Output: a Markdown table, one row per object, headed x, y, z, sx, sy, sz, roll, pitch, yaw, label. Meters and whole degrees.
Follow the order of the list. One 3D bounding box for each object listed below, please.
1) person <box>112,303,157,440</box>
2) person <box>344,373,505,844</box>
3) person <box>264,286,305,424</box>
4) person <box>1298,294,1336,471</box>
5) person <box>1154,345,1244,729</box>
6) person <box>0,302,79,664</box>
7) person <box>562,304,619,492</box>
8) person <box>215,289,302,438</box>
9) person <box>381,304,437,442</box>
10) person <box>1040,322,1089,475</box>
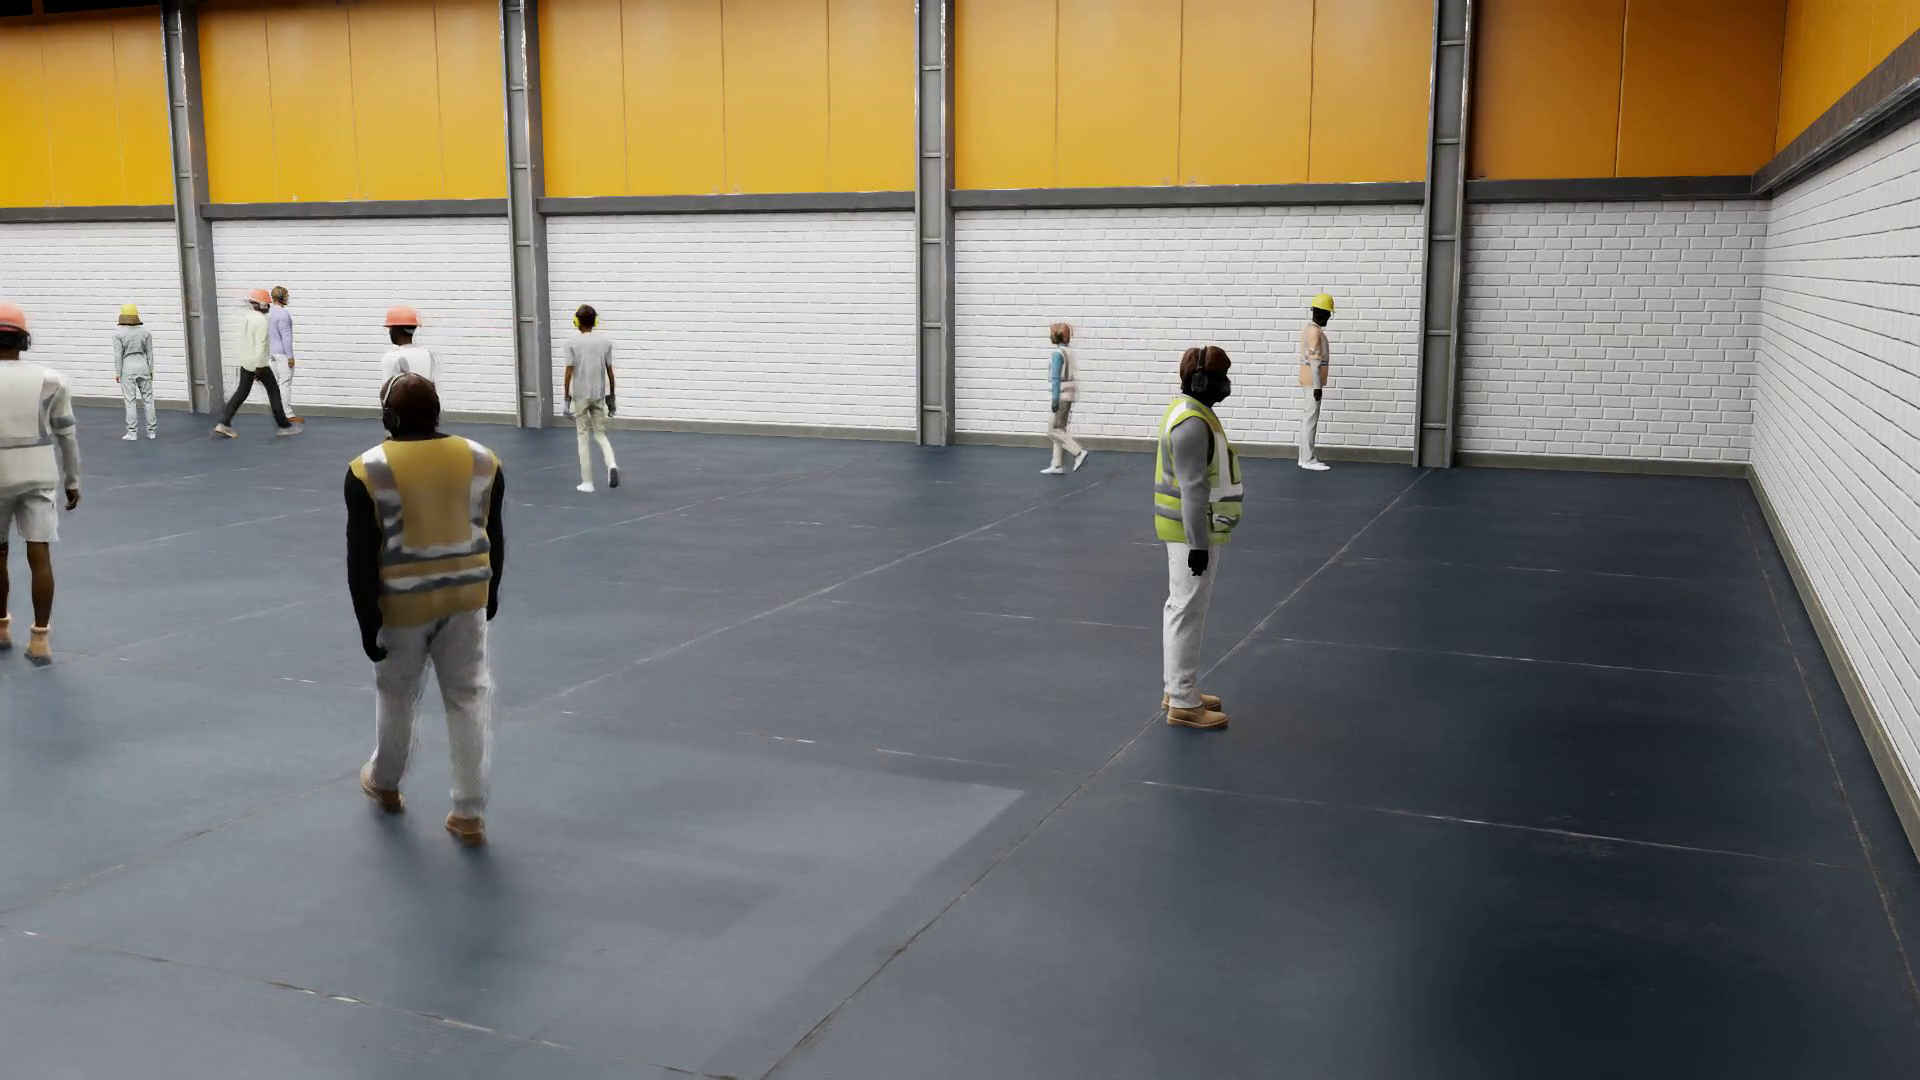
| x | y | z | sx | sy | sz | roll | pitch | yaw | label |
| --- | --- | --- | --- | --- | --- | --- | --- | --- | --- |
| -10.566 | -2.152 | 21.280 | 0.294 | 1.744 | 0.486 | 9 | 13 | 42 | person |
| -2.122 | 0.242 | 6.581 | 0.645 | 1.798 | 0.915 | -6 | 11 | -33 | person |
| -9.522 | -2.593 | 23.367 | 0.370 | 1.940 | 0.630 | -9 | 13 | -44 | person |
| 3.884 | -1.720 | 18.139 | 0.380 | 1.917 | 0.586 | 1 | 9 | 6 | person |
| 1.156 | -0.024 | 8.088 | 0.429 | 1.841 | 0.634 | 1 | 9 | 5 | person |
| -5.384 | -0.336 | 9.471 | 0.647 | 2.006 | 0.930 | -7 | 12 | -37 | person |
| -3.604 | -1.370 | 16.231 | 0.527 | 1.856 | 0.530 | -7 | 11 | -35 | person |
| -9.193 | -2.289 | 21.575 | 0.630 | 1.934 | 1.091 | 8 | 12 | 40 | person |
| -4.335 | -0.914 | 13.256 | 0.651 | 1.919 | 0.552 | 4 | 10 | 22 | person |
| 1.100 | -1.486 | 17.575 | 0.461 | 1.625 | 0.534 | 3 | 10 | 17 | person |
